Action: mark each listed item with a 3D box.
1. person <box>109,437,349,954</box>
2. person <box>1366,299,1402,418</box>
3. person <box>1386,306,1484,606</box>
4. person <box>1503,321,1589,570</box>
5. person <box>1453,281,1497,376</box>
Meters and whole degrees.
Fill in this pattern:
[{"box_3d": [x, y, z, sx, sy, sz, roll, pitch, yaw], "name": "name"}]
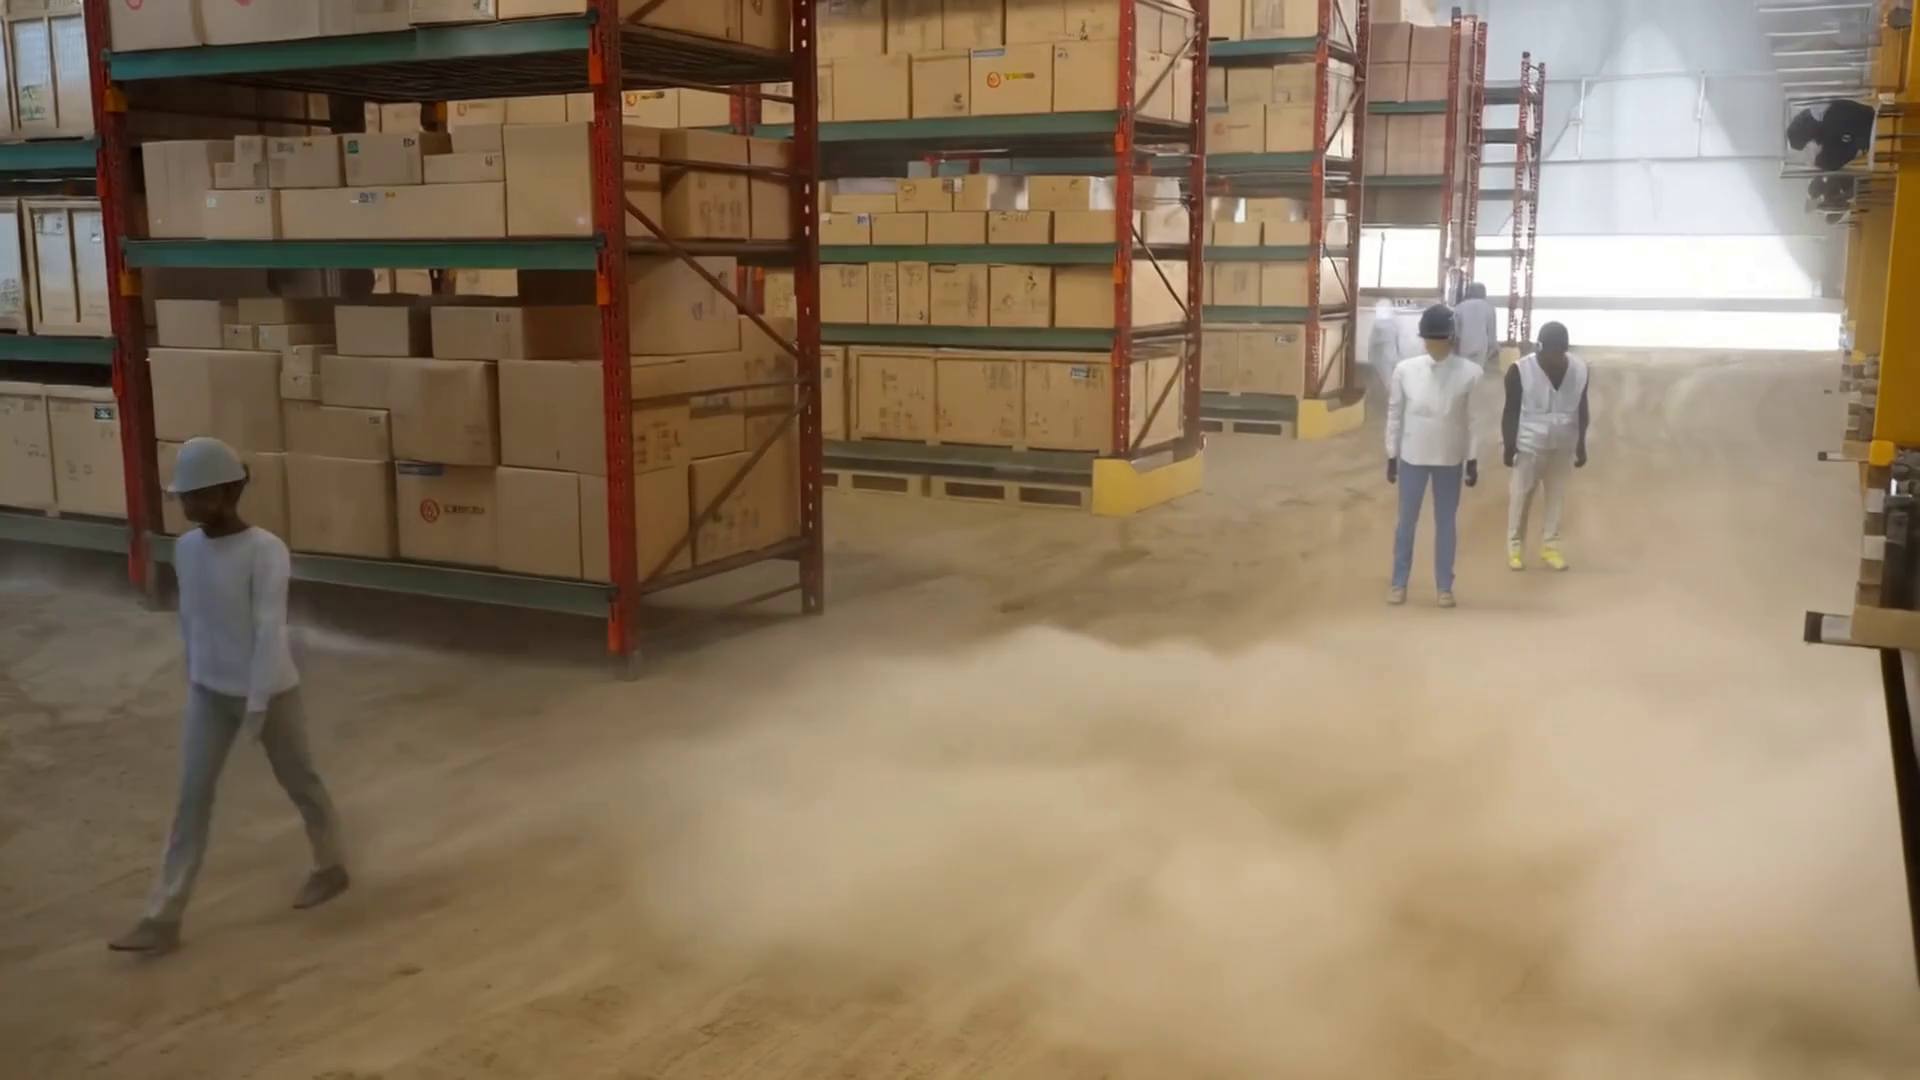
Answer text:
[{"box_3d": [-2.484, 0.509, 5.665, 0.526, 1.719, 0.912, 3, 10, 19], "name": "person"}, {"box_3d": [5.926, -2.511, 23.239, 0.493, 1.680, 0.943, -6, 12, -33], "name": "person"}, {"box_3d": [3.123, -0.545, 10.989, 0.613, 1.985, 0.402, 3, 10, 17], "name": "person"}, {"box_3d": [4.308, -0.684, 12.229, 0.631, 1.837, 0.428, 0, 10, -1], "name": "person"}, {"box_3d": [7.666, -2.902, 24.841, 0.631, 1.923, 0.642, 4, 11, 24], "name": "person"}]
